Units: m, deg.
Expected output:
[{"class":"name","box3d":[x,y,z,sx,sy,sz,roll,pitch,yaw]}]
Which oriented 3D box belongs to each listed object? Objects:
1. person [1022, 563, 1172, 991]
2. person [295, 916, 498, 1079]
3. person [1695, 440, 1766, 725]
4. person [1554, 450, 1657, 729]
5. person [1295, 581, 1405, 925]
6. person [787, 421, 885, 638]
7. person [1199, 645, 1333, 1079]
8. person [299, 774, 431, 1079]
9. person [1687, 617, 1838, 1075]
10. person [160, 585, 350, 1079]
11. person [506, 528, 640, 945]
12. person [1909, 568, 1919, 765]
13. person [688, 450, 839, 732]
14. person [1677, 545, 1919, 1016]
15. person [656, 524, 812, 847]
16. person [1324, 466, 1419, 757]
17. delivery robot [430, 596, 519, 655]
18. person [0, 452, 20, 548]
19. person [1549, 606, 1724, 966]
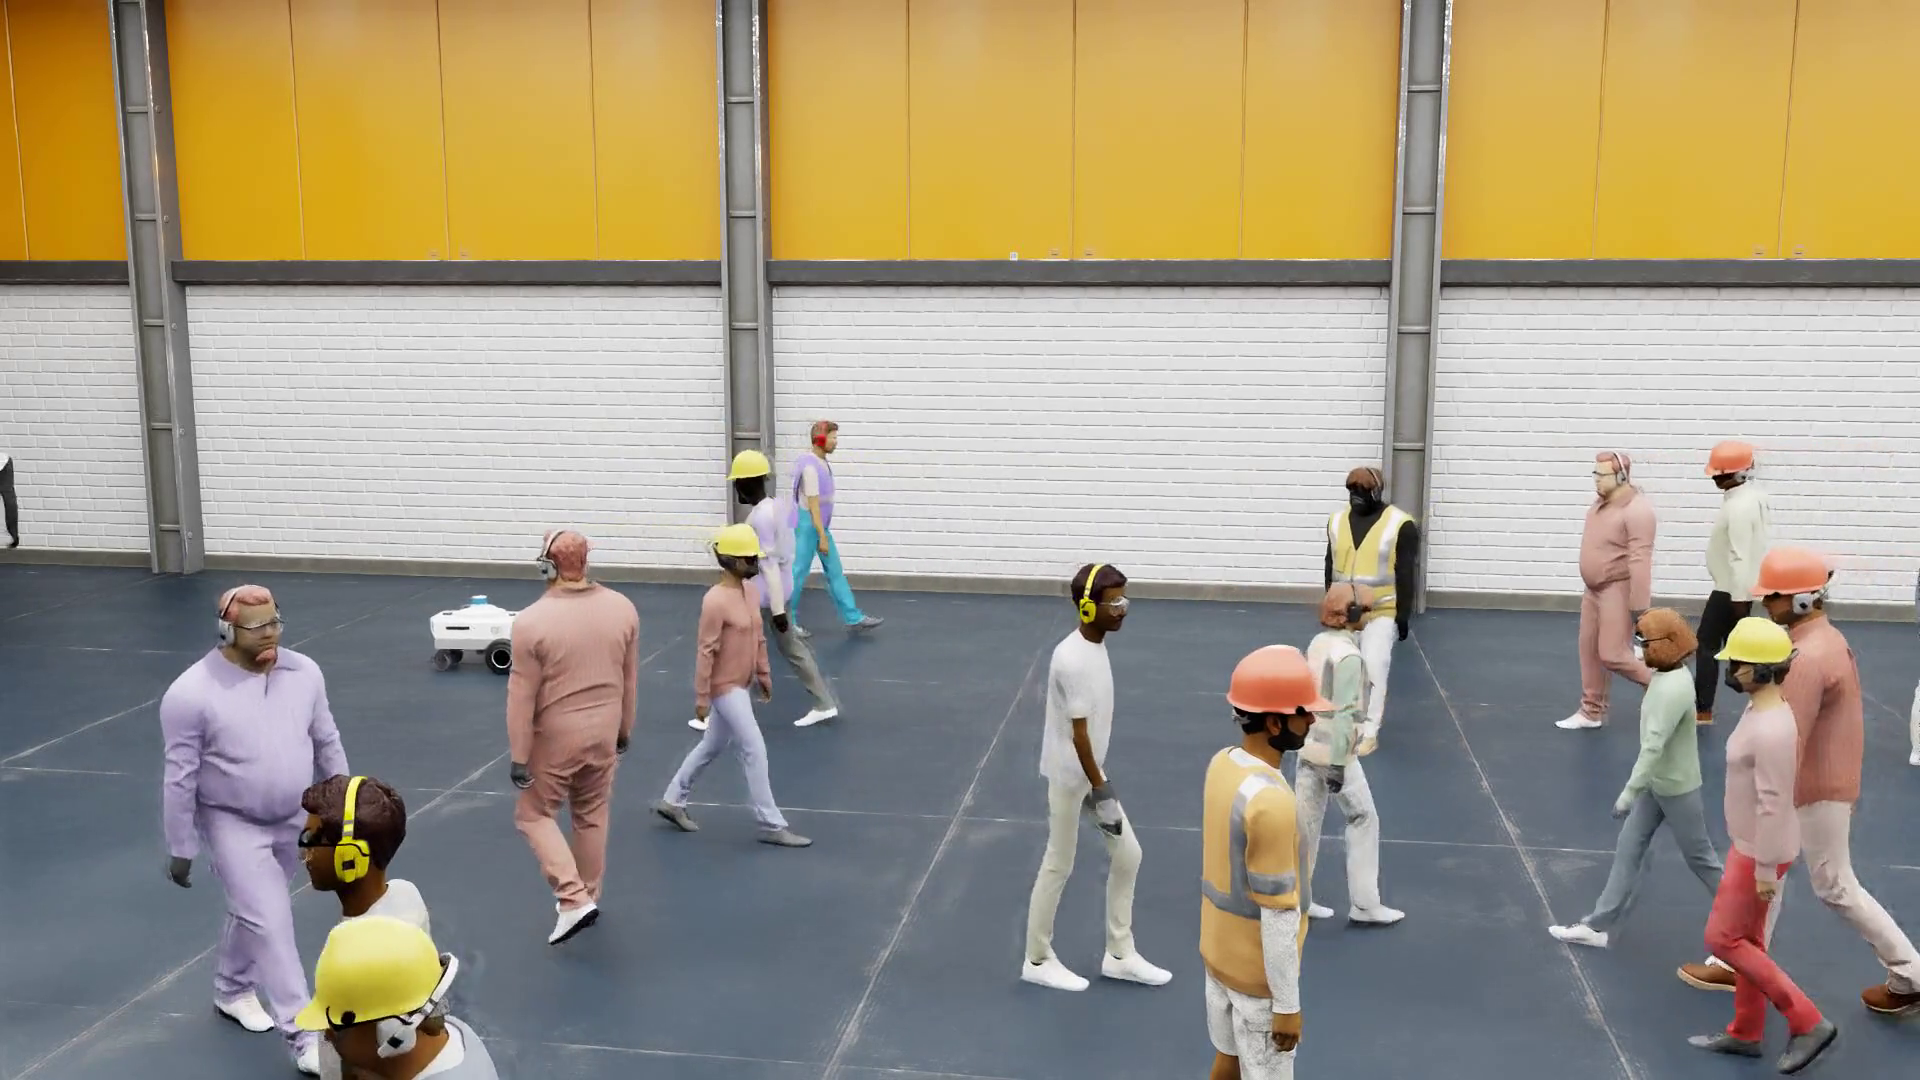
[{"class":"person","box3d":[0.593,1.006,6.904,0.768,1.838,0.522,4,10,22]},{"class":"person","box3d":[-1.064,1.607,3.429,0.964,1.774,0.597,-4,10,-22]},{"class":"person","box3d":[5.168,0.308,10.913,0.852,1.947,0.617,6,11,32]},{"class":"person","box3d":[4.328,0.343,10.877,0.657,1.882,0.643,-1,9,-4]},{"class":"person","box3d":[1.810,0.986,7.685,0.629,1.613,0.526,-1,9,-8]},{"class":"person","box3d":[-1.084,-0.070,13.676,0.950,1.793,0.600,2,9,10]},{"class":"person","box3d":[0.911,1.265,5.015,0.361,1.938,0.545,-2,9,-10]},{"class":"person","box3d":[-1.411,1.464,3.994,0.328,1.872,0.510,-2,9,-13]},{"class":"person","box3d":[3.024,1.158,6.264,0.438,1.755,0.530,4,10,25]},{"class":"person","box3d":[-2.650,1.083,6.386,0.989,1.851,0.668,6,11,32]},{"class":"person","box3d":[-1.756,0.880,7.513,0.668,1.896,0.587,-9,13,-42]},{"class":"person","box3d":[6.006,0.598,10.062,0.285,1.632,0.501,-3,10,-17]},{"class":"person","box3d":[-1.266,0.340,10.935,0.973,1.875,0.578,0,9,2]},{"class":"person","box3d":[3.527,0.994,6.724,0.934,1.950,0.616,5,10,26]},{"class":"person","box3d":[-1.245,0.757,8.825,0.904,1.723,0.529,2,10,15]},{"class":"person","box3d":[2.605,0.427,10.544,0.629,1.823,0.580,7,12,38]},{"class":"delivery robot","box3d":[-3.647,0.667,12.665,0.707,0.478,0.477,0,9,3]},{"class":"person","box3d":[-8.042,-0.104,13.623,0.624,1.878,0.544,0,9,-1]},{"class":"person","box3d":[3.116,1.077,7.271,0.883,1.586,0.509,3,10,16]}]
